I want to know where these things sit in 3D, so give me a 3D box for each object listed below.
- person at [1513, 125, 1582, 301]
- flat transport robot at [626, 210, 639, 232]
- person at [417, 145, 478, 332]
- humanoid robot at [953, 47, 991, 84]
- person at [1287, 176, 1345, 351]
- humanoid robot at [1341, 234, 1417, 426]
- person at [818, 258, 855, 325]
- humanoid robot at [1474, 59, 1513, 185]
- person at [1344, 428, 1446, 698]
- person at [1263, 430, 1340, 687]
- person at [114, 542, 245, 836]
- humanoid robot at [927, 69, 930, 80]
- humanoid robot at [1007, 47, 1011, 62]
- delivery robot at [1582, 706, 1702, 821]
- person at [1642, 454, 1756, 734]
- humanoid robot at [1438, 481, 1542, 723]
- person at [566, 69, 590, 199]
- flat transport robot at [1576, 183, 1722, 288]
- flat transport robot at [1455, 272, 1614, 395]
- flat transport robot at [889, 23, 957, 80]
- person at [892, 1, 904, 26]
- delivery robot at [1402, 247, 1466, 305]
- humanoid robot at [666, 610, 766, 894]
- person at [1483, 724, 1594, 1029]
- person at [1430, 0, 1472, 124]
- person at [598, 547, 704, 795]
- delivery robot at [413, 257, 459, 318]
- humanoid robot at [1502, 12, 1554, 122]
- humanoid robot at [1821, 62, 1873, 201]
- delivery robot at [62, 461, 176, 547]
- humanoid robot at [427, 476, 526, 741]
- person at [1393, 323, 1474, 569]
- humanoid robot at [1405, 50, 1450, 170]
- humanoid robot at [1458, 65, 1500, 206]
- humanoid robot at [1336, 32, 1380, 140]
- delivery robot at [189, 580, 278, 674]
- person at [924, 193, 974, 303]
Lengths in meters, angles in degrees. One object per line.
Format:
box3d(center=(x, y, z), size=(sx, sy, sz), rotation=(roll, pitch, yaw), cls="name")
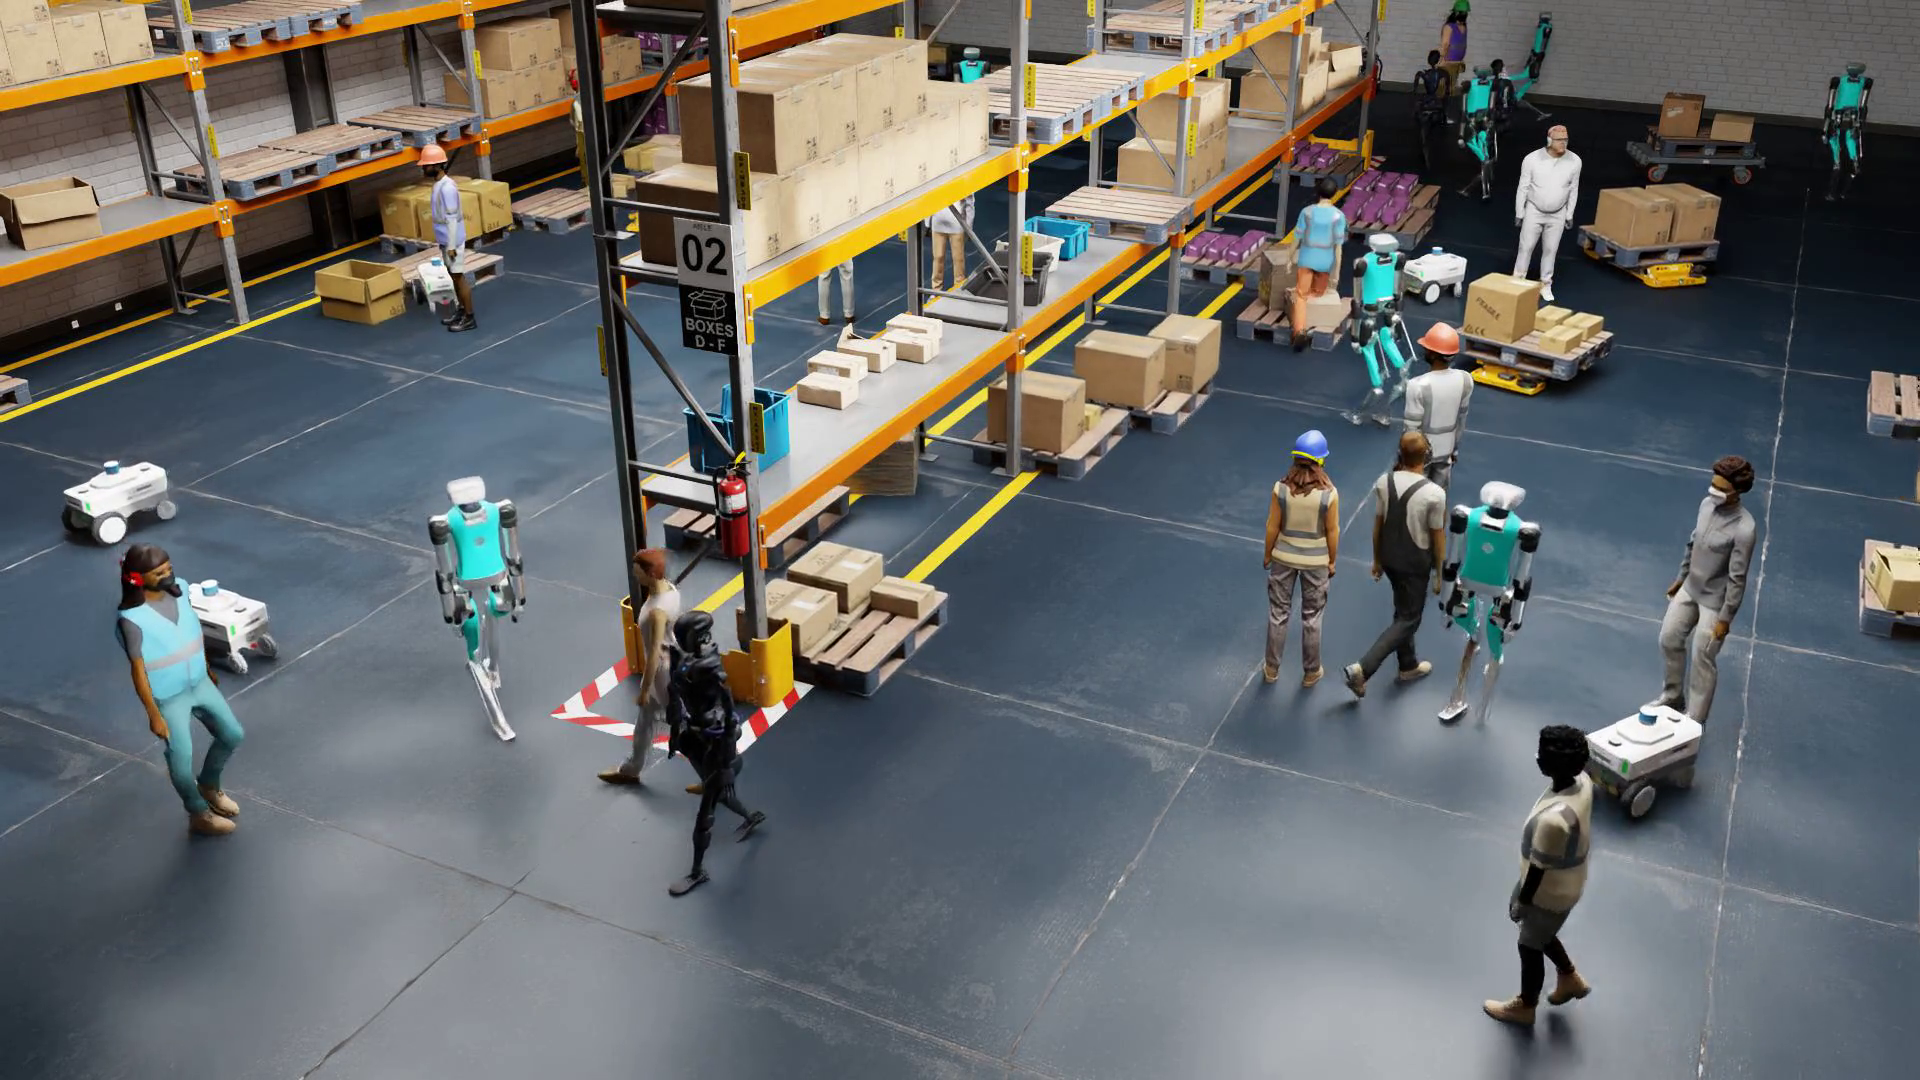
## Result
box3d(center=(6.367, -3.549, 18.097), size=(0.650, 1.912, 0.413), rotation=(3, 26, 5), cls="person")
box3d(center=(-3.748, -4.192, 21.246), size=(0.659, 0.231, 1.431), rotation=(3, 26, 6), cls="flat transport robot")
box3d(center=(-5.315, -3.124, 17.227), size=(0.375, 1.933, 0.542), rotation=(-13, 29, -25), cls="person")
box3d(center=(0.179, -5.759, 22.858), size=(0.535, 1.874, 0.787), rotation=(-1, 26, -2), cls="humanoid robot")
box3d(center=(3.564, -2.773, 16.726), size=(0.537, 1.740, 0.781), rotation=(7, 27, 15), cls="person")
box3d(center=(3.783, -1.769, 14.697), size=(0.553, 1.780, 0.721), rotation=(-11, 28, -21), cls="humanoid robot")
box3d(center=(-1.319, -3.155, 17.344), size=(0.559, 1.876, 0.409), rotation=(-5, 27, -9), cls="person")
box3d(center=(7.320, -5.759, 22.851), size=(0.615, 1.633, 0.629), rotation=(-7, 27, -15), cls="humanoid robot")
box3d(center=(2.819, 0.179, 10.679), size=(0.767, 1.810, 0.550), rotation=(-17, 31, -30), cls="person")
box3d(center=(2.209, 0.129, 10.820), size=(0.470, 1.774, 0.324), rotation=(9, 28, 17), cls="person")
box3d(center=(-4.337, 0.848, 9.277), size=(0.468, 1.853, 0.565), rotation=(10, 28, 19), cls="person")
box3d(center=(-0.550, -5.538, 22.419), size=(0.699, 1.642, 0.608), rotation=(-11, 29, -22), cls="humanoid robot")
box3d(center=(0.819, -6.179, 23.680), size=(0.404, 1.638, 0.589), rotation=(13, 29, 24), cls="humanoid robot")
box3d(center=(4.035, 1.271, 9.888), size=(0.789, 0.593, 0.499), rotation=(-14, 30, -27), cls="delivery robot")
box3d(center=(4.622, 0.345, 10.260), size=(0.427, 1.888, 0.564), rotation=(-5, 27, -10), cls="person")
box3d(center=(3.288, 0.414, 10.351), size=(0.558, 1.833, 0.730), rotation=(15, 30, 27), cls="humanoid robot")
box3d(center=(-4.779, -5.098, 21.307), size=(0.389, 1.837, 0.562), rotation=(2, 26, 5), cls="person")
box3d(center=(7.947, -3.242, 19.326), size=(0.659, 0.231, 1.431), rotation=(-6, 27, -12), cls="flat transport robot")
box3d(center=(5.626, -1.759, 16.331), size=(0.659, 0.231, 1.431), rotation=(22, 34, 37), cls="flat transport robot")
box3d(center=(-0.743, -8.177, 29.295), size=(0.659, 0.231, 1.431), rotation=(5, 27, 10), cls="flat transport robot")
box3d(center=(-1.045, -9.387, 29.996), size=(0.364, 1.824, 0.518), rotation=(2, 26, 5), cls="person")
box3d(center=(5.214, -2.930, 18.380), size=(0.771, 0.600, 0.501), rotation=(-14, 30, -27), cls="delivery robot")
box3d(center=(-1.358, 1.087, 9.047), size=(0.584, 1.632, 0.761), rotation=(23, 34, 38), cls="humanoid robot")
box3d(center=(2.804, 1.626, 7.896), size=(0.403, 1.677, 0.531), rotation=(14, 29, 25), cls="person")
box3d(center=(7.701, -7.481, 26.035), size=(0.485, 1.914, 0.528), rotation=(23, 34, 38), cls="person")
box3d(center=(-1.769, 0.782, 9.674), size=(0.783, 1.614, 0.450), rotation=(-3, 26, -6), cls="person")
box3d(center=(-5.663, -2.771, 18.075), size=(0.499, 0.614, 0.791), rotation=(-11, 28, -21), cls="delivery robot")
box3d(center=(8.833, -7.357, 25.987), size=(1.028, 1.730, 0.562), rotation=(3, 27, 6), cls="humanoid robot")
box3d(center=(11.675, -5.305, 21.897), size=(0.535, 1.822, 0.781), rotation=(2, 26, 5), cls="humanoid robot")
box3d(center=(-6.641, -0.331, 13.108), size=(0.499, 0.581, 0.767), rotation=(17, 31, 30), cls="delivery robot")
box3d(center=(-3.077, 0.333, 10.546), size=(0.547, 1.788, 1.046), rotation=(-14, 29, -26), cls="humanoid robot")
box3d(center=(3.440, -0.665, 12.236), size=(0.551, 1.942, 0.340), rotation=(-10, 28, -20), cls="person")
box3d(center=(6.640, -6.076, 23.532), size=(0.601, 1.640, 0.760), rotation=(-3, 27, -6), cls="humanoid robot")
box3d(center=(6.903, -5.260, 21.799), size=(0.534, 1.781, 1.016), rotation=(-7, 27, -14), cls="humanoid robot")
box3d(center=(6.012, -6.804, 24.958), size=(0.626, 1.639, 0.607), rotation=(0, 26, 1), cls="humanoid robot")
box3d(center=(-5.079, 0.560, 11.337), size=(0.796, 0.606, 0.499), rotation=(12, 29, 23), cls="delivery robot")
box3d(center=(-0.127, -3.411, 17.992), size=(0.562, 1.752, 0.325), rotation=(7, 27, 13), cls="person")
